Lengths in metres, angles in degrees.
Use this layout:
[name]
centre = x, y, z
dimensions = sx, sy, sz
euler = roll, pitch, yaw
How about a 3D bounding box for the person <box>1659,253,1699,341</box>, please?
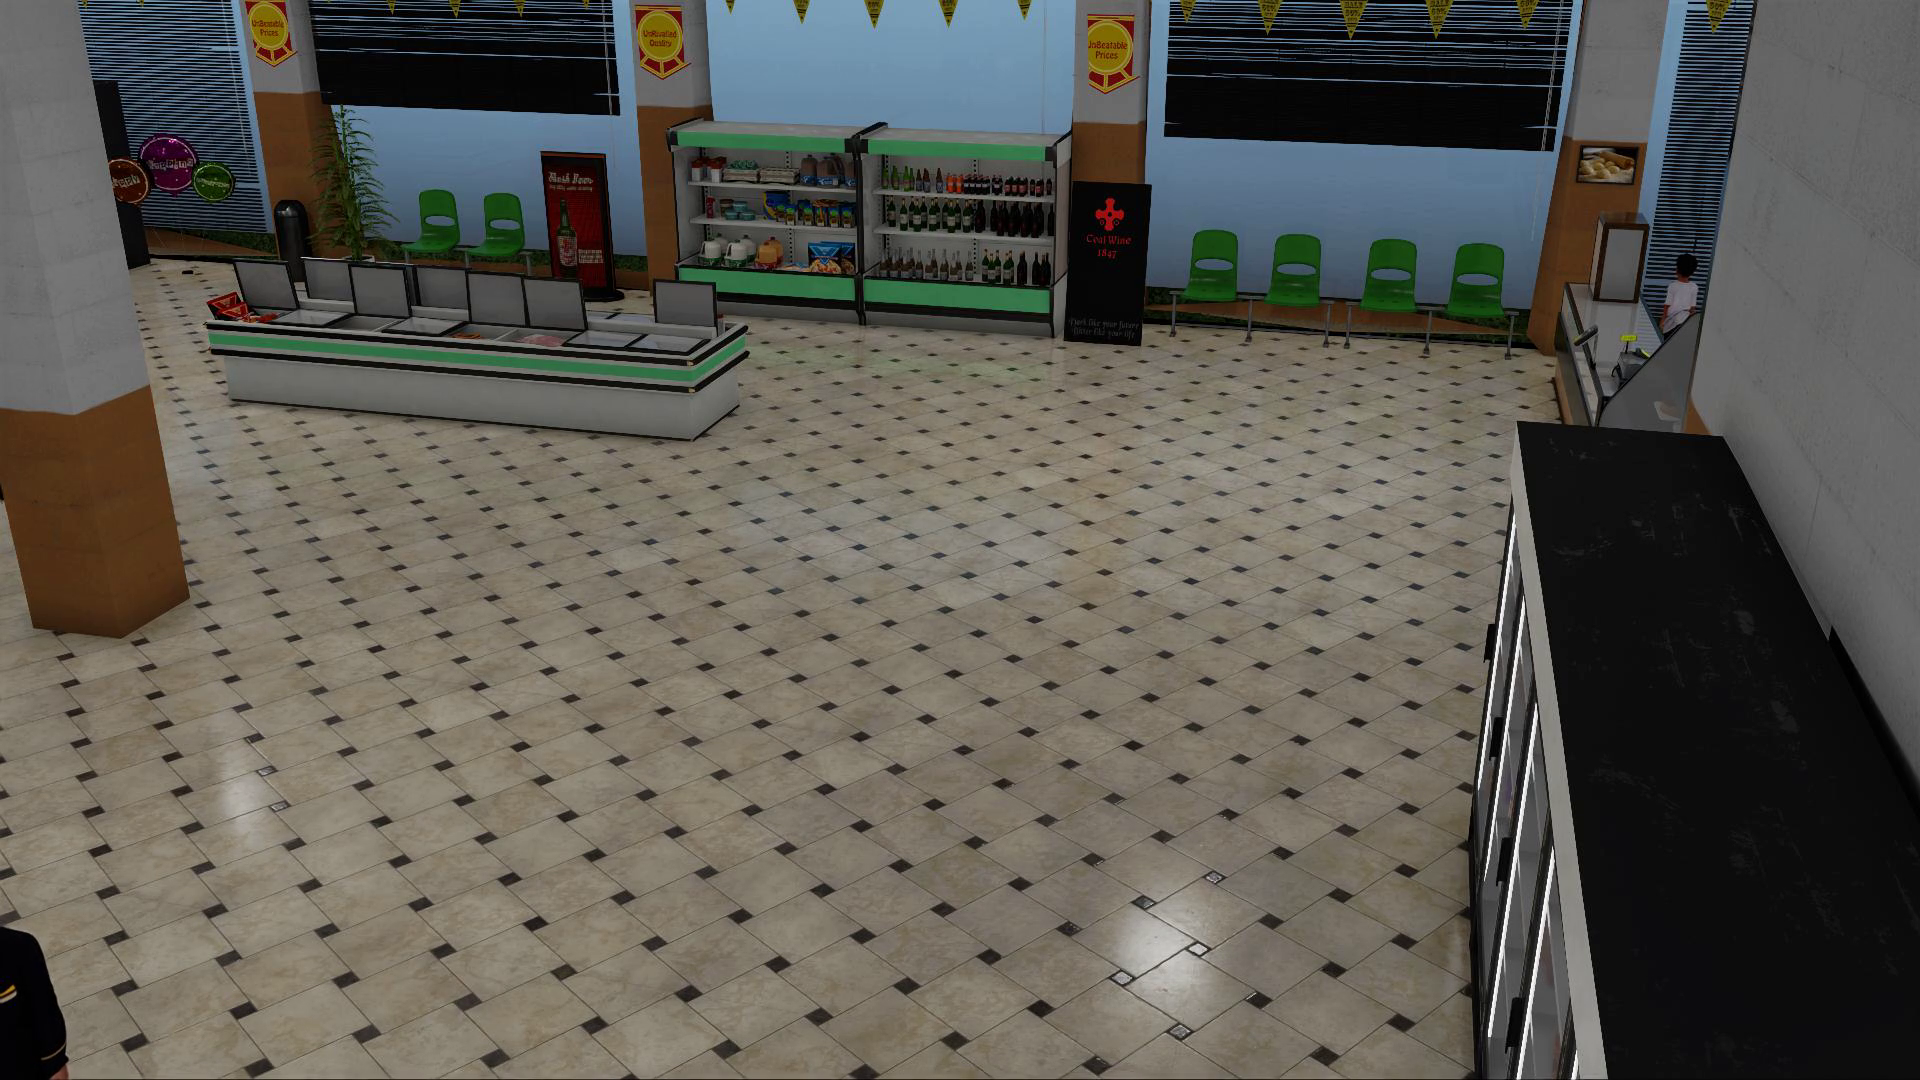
[person]
centre = 7.101, -2.205, 16.459
dimensions = 0.516, 1.260, 0.617
euler = -3, 22, -6
